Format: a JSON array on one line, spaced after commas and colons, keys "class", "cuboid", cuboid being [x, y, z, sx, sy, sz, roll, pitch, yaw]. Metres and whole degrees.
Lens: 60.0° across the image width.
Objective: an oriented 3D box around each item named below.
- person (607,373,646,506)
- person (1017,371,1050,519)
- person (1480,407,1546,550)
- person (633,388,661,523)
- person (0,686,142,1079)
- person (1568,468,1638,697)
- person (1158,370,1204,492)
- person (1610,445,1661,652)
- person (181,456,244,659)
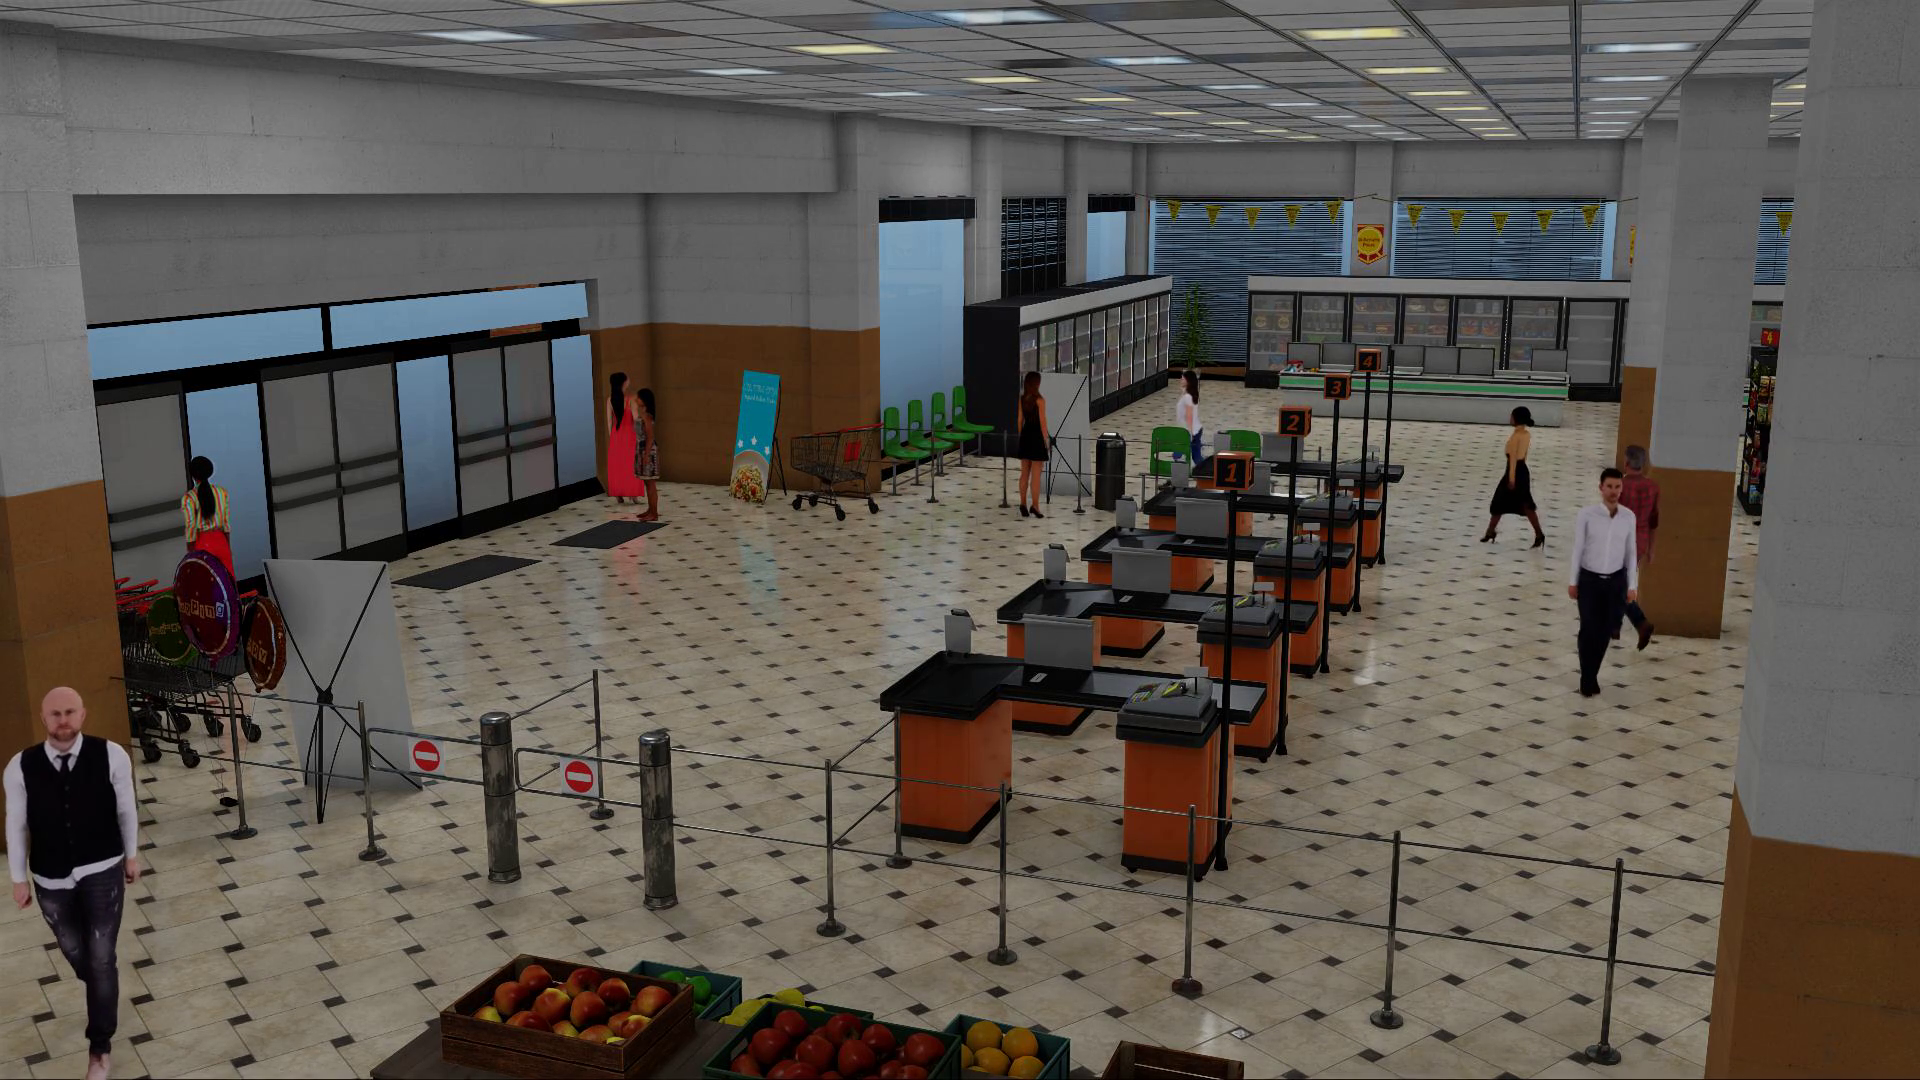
[{"class": "person", "cuboid": [-4.370, -1.315, 21.605, 0.538, 1.725, 0.700, 3, 12, 13]}, {"class": "person", "cuboid": [0.897, -1.186, 20.726, 0.586, 1.834, 0.714, 10, 16, 41]}, {"class": "person", "cuboid": [6.344, -0.656, 18.747, 0.907, 1.613, 1.109, -10, 16, -41]}, {"class": "person", "cuboid": [-3.871, -1.064, 20.607, 0.741, 1.645, 0.723, -3, 12, -16]}, {"class": "person", "cuboid": [-4.131, 1.561, 7.808, 1.249, 1.782, 1.266, -5, 13, -21]}, {"class": "person", "cuboid": [5.208, 0.312, 13.559, 0.704, 1.856, 0.783, 1, 12, 7]}, {"class": "person", "cuboid": [3.138, -1.384, 22.091, 0.913, 1.660, 0.669, 6, 13, 26]}, {"class": "person", "cuboid": [5.951, 0.098, 14.728, 1.178, 1.794, 1.155, -3, 12, -15]}, {"class": "person", "cuboid": [-6.524, 0.154, 14.466, 0.627, 1.792, 0.657, 9, 15, 35]}]
